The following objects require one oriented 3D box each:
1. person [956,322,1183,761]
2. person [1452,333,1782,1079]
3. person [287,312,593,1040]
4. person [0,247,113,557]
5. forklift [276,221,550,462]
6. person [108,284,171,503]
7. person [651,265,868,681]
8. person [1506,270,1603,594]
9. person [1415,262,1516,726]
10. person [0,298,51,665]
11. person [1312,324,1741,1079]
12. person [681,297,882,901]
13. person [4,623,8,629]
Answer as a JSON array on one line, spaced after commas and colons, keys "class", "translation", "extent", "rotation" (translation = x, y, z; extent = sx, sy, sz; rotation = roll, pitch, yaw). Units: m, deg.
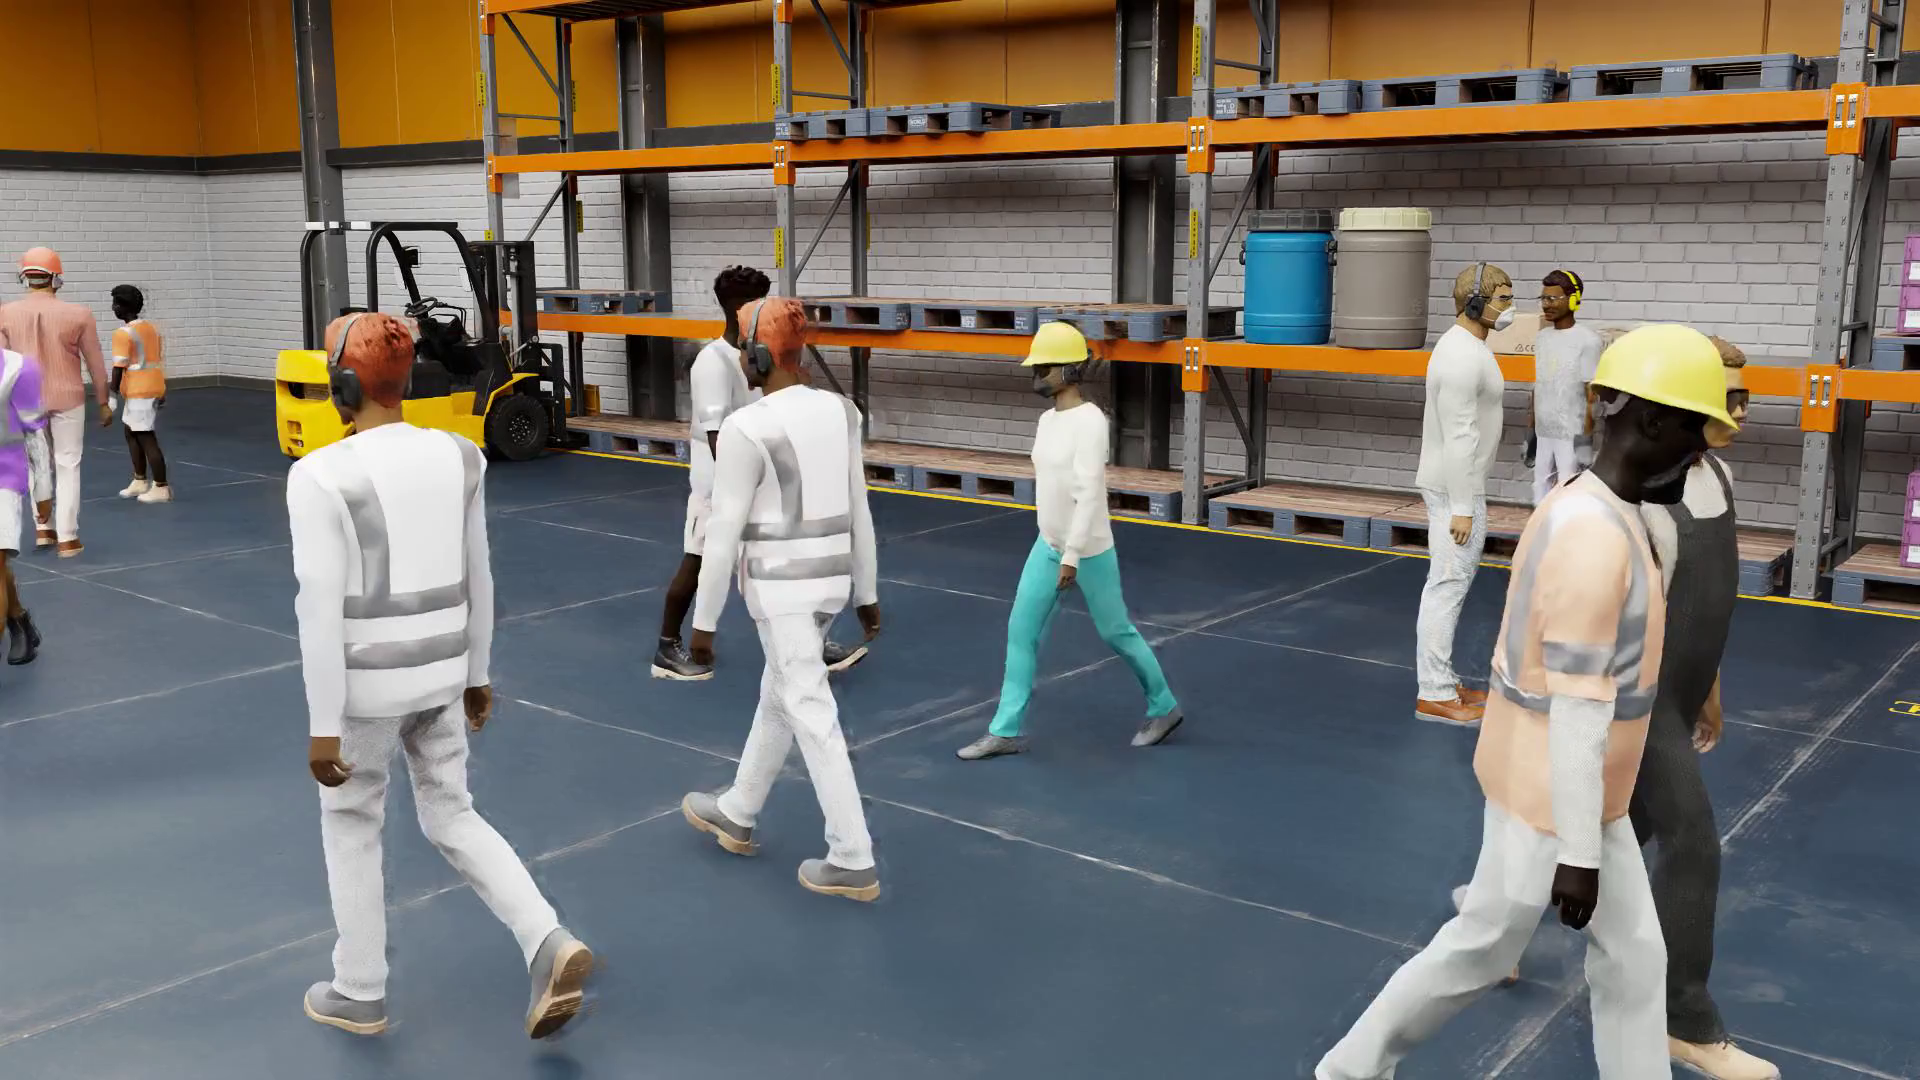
[{"class": "person", "translation": [0.479, 0.005, 6.509], "extent": [0.934, 1.717, 0.521], "rotation": [-5, 11, -27]}, {"class": "person", "translation": [1.665, 0.379, 4.197], "extent": [0.519, 1.816, 0.887], "rotation": [-10, 14, -43]}, {"class": "person", "translation": [-1.328, 0.370, 4.118], "extent": [0.796, 1.861, 0.585], "rotation": [6, 12, 30]}, {"class": "person", "translation": [-5.868, -0.896, 10.800], "extent": [0.633, 1.971, 0.734], "rotation": [-2, 10, -13]}, {"class": "forklift", "translation": [-4.922, -1.741, 14.854], "extent": [1.214, 2.155, 2.313], "rotation": [8, 13, 38]}, {"class": "person", "translation": [-6.390, -1.113, 12.775], "extent": [0.593, 1.674, 0.558], "rotation": [0, 10, -1]}, {"class": "person", "translation": [-0.969, -0.277, 7.534], "extent": [1.042, 1.904, 0.625], "rotation": [3, 11, 17]}, {"class": "person", "translation": [3.330, -0.563, 9.262], "extent": [0.319, 1.860, 0.516], "rotation": [-4, 11, -20]}, {"class": "person", "translation": [2.102, -0.190, 6.992], "extent": [0.362, 1.936, 0.627], "rotation": [3, 11, 17]}, {"class": "person", "translation": [-4.467, -0.267, 7.612], "extent": [0.533, 1.877, 1.035], "rotation": [-3, 11, -14]}, {"class": "person", "translation": [1.197, 0.486, 3.443], "extent": [0.956, 1.867, 0.615], "rotation": [6, 12, 29]}, {"class": "person", "translation": [-0.618, 0.176, 5.195], "extent": [0.941, 1.839, 0.606], "rotation": [7, 12, 32]}, {"class": "person", "translation": [-5.191, -0.273, 8.384], "extent": [0.745, 1.598, 0.515], "rotation": [5, 11, 24]}]
